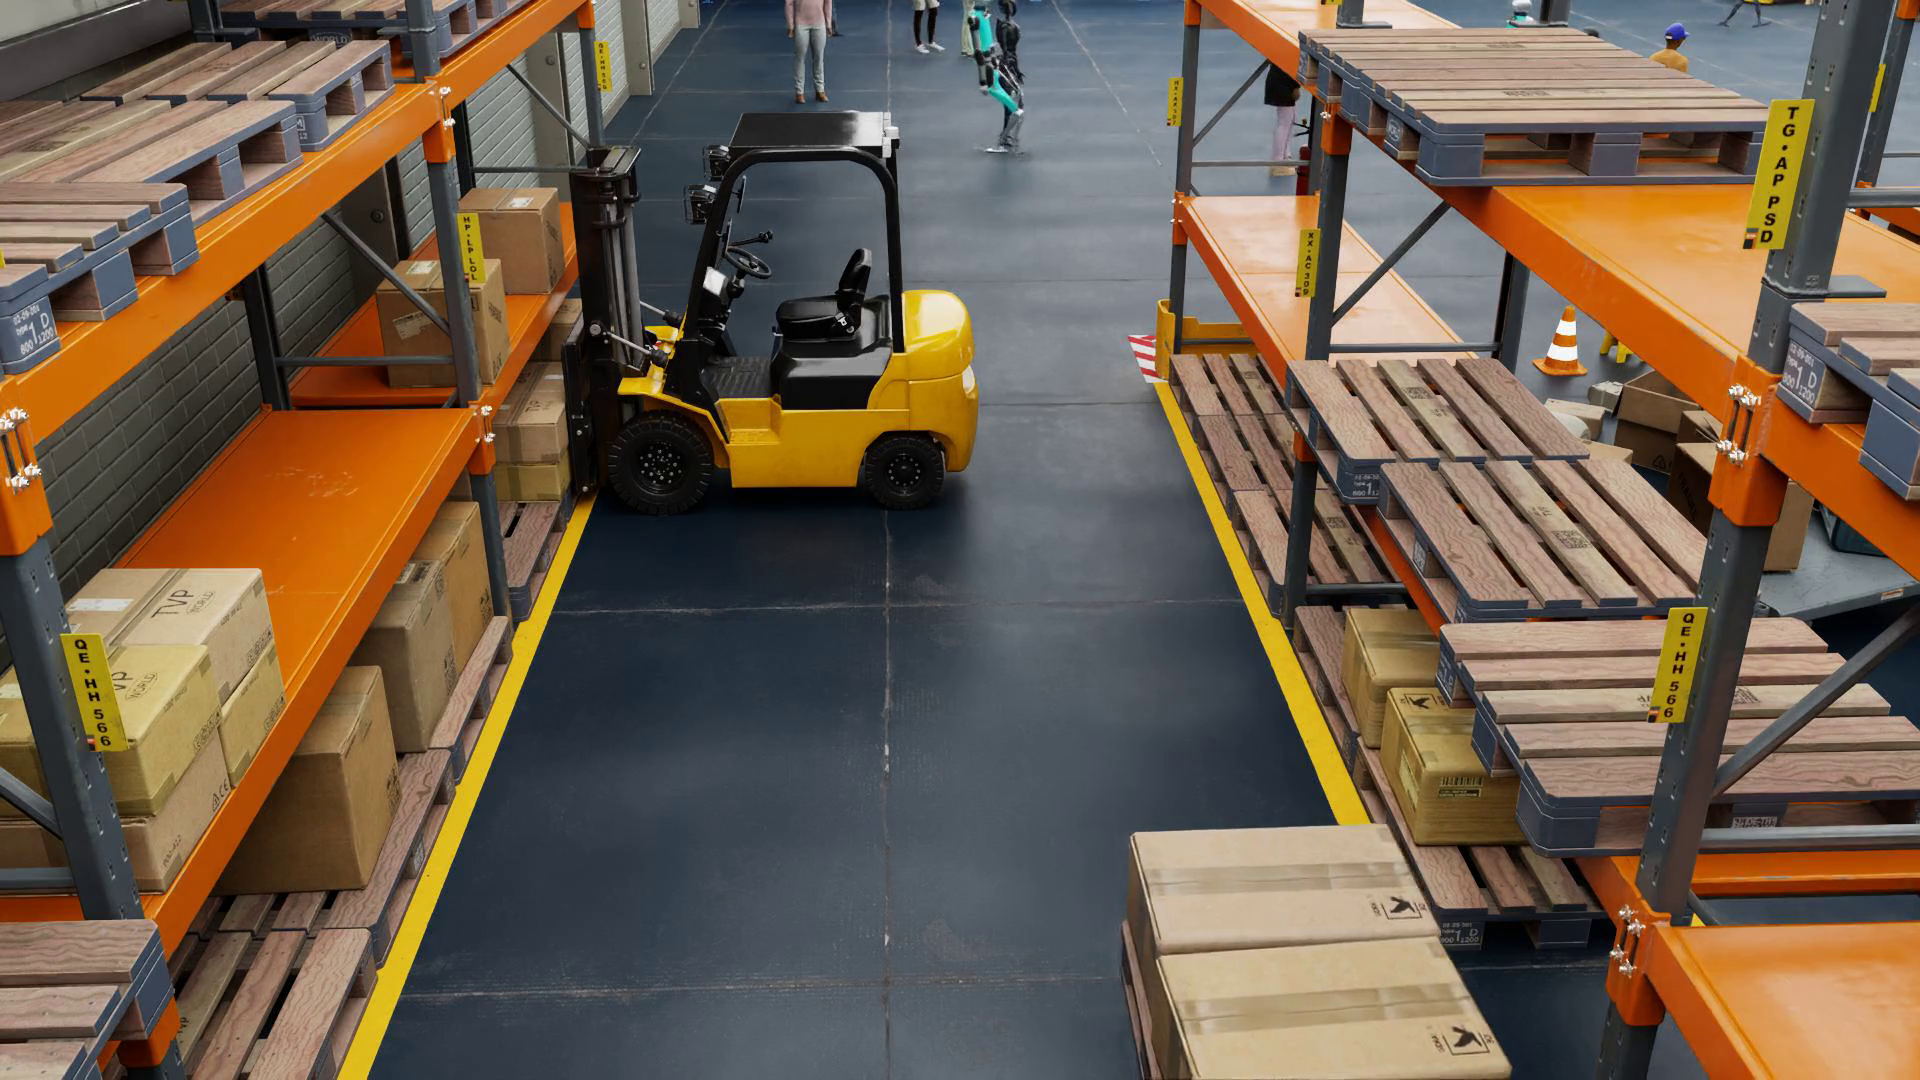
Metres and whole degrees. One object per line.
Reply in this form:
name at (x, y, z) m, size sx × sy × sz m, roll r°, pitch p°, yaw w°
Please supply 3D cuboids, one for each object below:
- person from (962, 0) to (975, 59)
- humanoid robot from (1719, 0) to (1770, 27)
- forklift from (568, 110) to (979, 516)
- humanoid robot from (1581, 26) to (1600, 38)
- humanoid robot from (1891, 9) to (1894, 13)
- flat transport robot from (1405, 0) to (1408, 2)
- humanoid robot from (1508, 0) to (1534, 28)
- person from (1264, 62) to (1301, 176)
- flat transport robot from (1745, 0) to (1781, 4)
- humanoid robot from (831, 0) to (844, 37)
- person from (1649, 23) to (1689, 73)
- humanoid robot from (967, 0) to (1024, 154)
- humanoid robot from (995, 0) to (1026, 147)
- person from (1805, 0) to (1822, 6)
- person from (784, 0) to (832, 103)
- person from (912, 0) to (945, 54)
person at (0.205, -8.008, 24.535) m, size 0.350 × 1.744 × 0.566 m, roll -7°, pitch 26°, yaw -15°
humanoid robot at (13.018, -9.248, 27.292) m, size 0.772 × 1.626 × 0.610 m, roll 15°, pitch 29°, yaw 28°
forklift at (-1.043, -1.379, 9.976) m, size 2.313 × 2.155 × 1.214 m, roll -1°, pitch 25°, yaw -2°
humanoid robot at (6.273, -4.341, 16.853) m, size 0.592 × 1.651 × 0.338 m, roll -15°, pitch 29°, yaw -29°
humanoid robot at (15.758, -9.774, 28.408) m, size 0.772 × 1.627 × 0.601 m, roll -18°, pitch 31°, yaw -34°
flat transport robot at (6.116, -7.804, 25.829) m, size 0.659 × 0.231 × 1.431 m, roll 22°, pitch 33°, yaw 39°
humanoid robot at (5.730, -4.946, 18.056) m, size 0.792 × 1.762 × 0.540 m, roll 3°, pitch 25°, yaw 6°
person at (3.487, -4.842, 17.734) m, size 0.478 × 1.826 × 0.568 m, roll -1°, pitch 25°, yaw -1°
flat transport robot at (14.865, -9.994, 30.467) m, size 1.431 × 0.231 × 0.659 m, roll -16°, pitch 30°, yaw -30°
humanoid robot at (-2.227, -8.863, 26.491) m, size 0.801 × 1.633 × 0.601 m, roll 20°, pitch 32°, yaw 36°
person at (7.074, -4.320, 16.752) m, size 0.356 × 1.716 × 0.449 m, roll -20°, pitch 32°, yaw -36°
humanoid robot at (0.489, -5.128, 18.498) m, size 0.829 × 1.804 × 0.539 m, roll 4°, pitch 26°, yaw 9°
humanoid robot at (0.562, -5.327, 18.926) m, size 0.343 × 1.650 × 0.584 m, roll 5°, pitch 26°, yaw 10°
person at (15.486, -10.547, 29.741) m, size 0.530 × 1.892 × 0.406 m, roll 23°, pitch 34°, yaw 40°
person at (-1.933, -6.610, 21.350) m, size 0.628 × 1.940 × 0.373 m, roll -8°, pitch 27°, yaw -17°
person at (-0.539, -8.282, 24.950) m, size 0.431 × 1.894 × 0.553 m, roll 20°, pitch 32°, yaw 36°
